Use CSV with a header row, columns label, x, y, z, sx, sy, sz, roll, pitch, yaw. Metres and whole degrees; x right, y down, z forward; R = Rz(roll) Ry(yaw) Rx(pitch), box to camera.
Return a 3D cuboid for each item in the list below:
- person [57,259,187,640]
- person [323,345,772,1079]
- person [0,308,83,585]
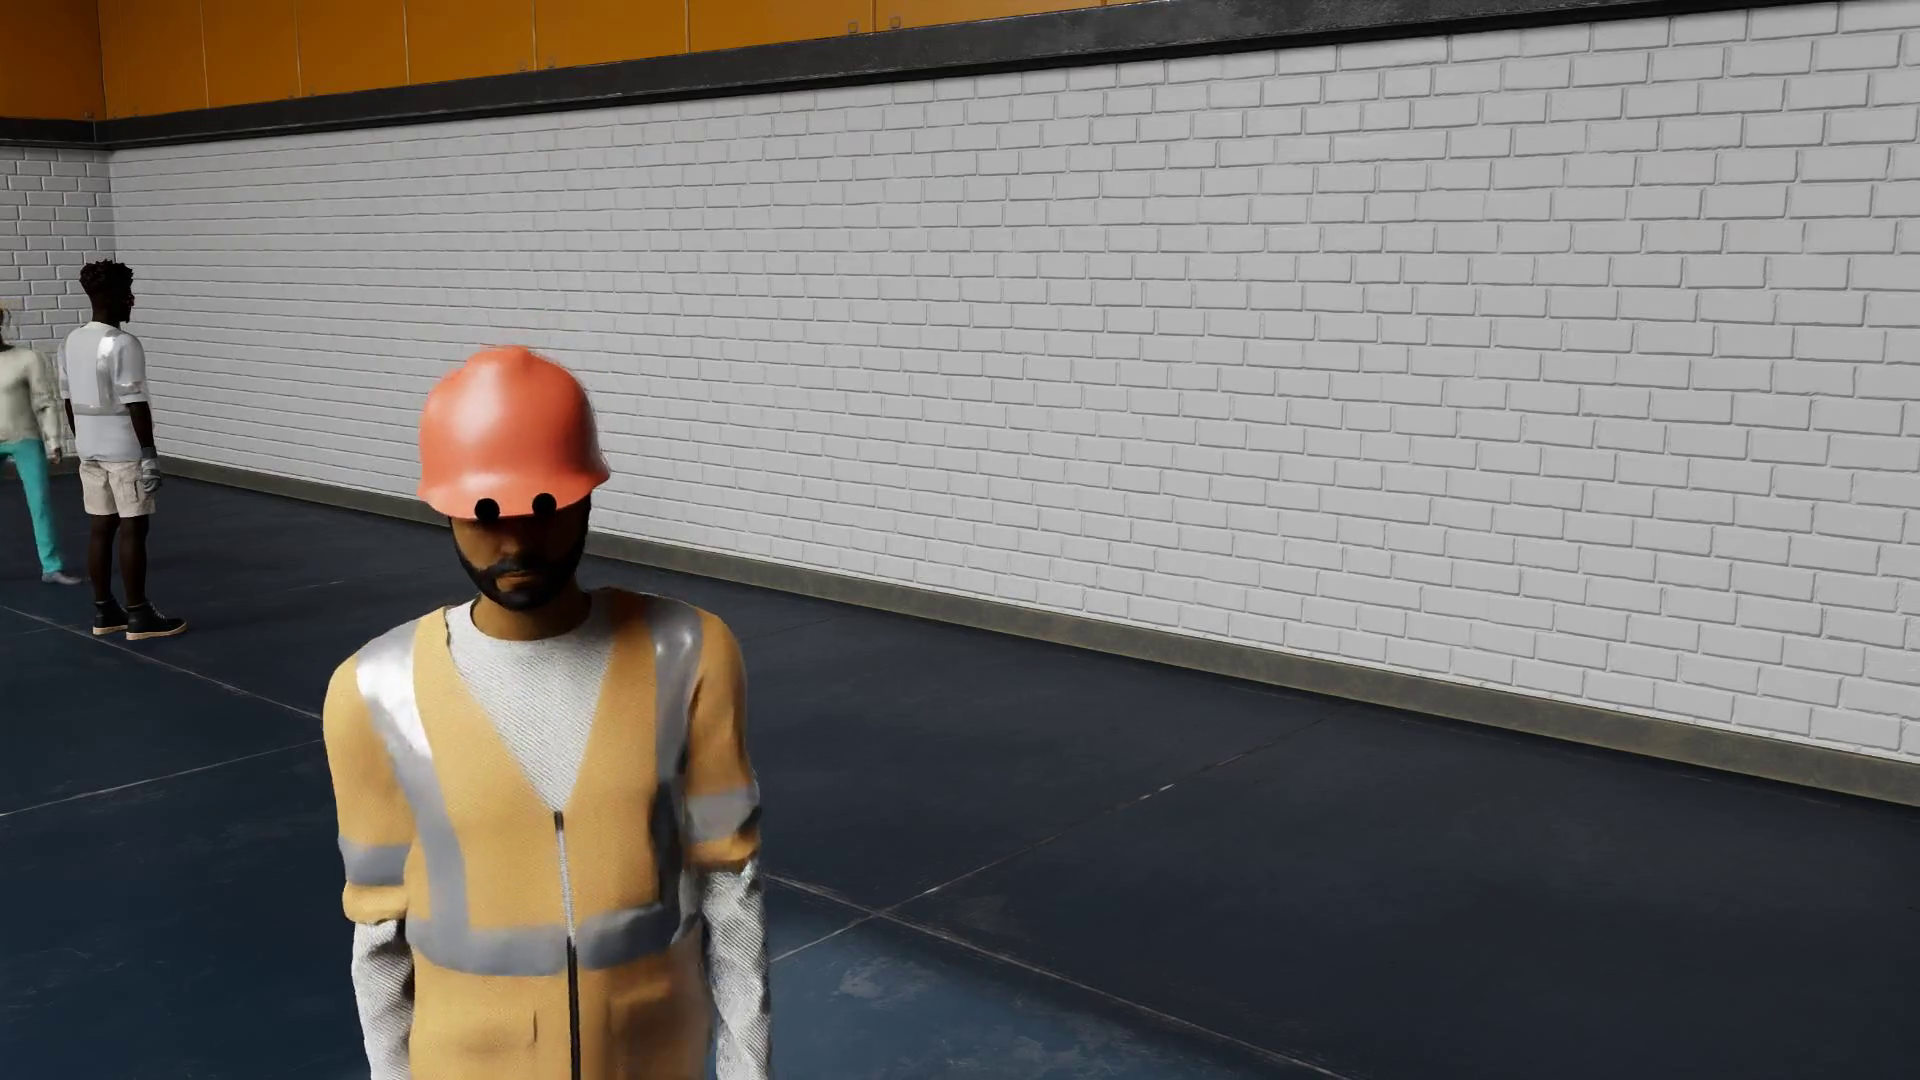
label,x,y,z,sx,sy,sz,roll,pitch,yaw
person,-4.370,-0.464,8.633,0.613,1.964,0.361,6,11,29
person,-0.553,0.678,2.301,0.549,1.913,0.859,-3,11,-19
person,-5.686,-0.563,9.878,0.789,1.733,0.371,-1,10,-6
